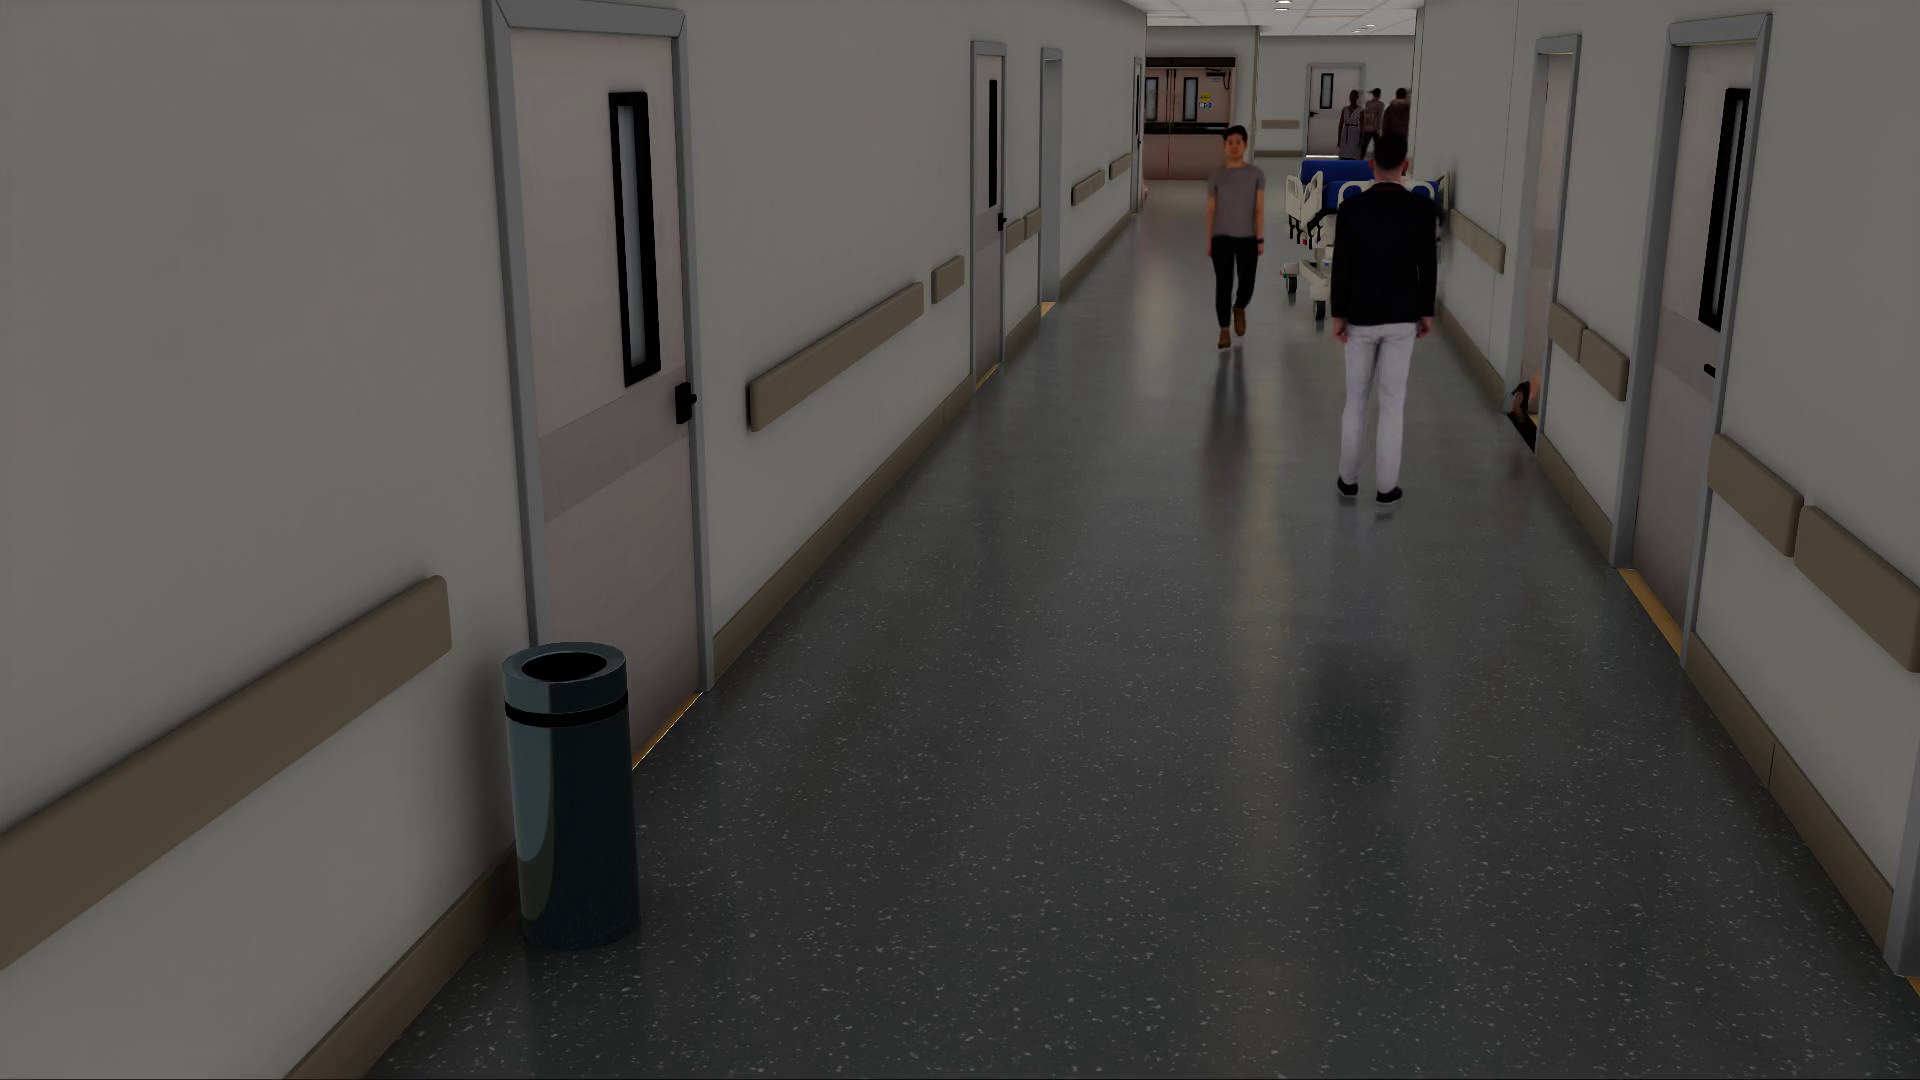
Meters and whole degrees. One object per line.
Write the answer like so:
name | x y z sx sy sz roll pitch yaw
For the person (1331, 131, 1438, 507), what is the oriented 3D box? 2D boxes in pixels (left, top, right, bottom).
person | 2.099 -1.095 8.276 0.648 1.847 0.749 4 16 14

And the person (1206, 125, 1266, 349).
person | 2.171 -2.377 13.089 0.871 1.703 0.666 3 16 10

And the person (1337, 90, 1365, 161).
person | 7.048 -7.191 30.008 0.570 1.789 0.734 8 18 27

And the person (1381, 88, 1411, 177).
person | 7.795 -7.056 29.443 0.660 1.836 0.847 2 16 5

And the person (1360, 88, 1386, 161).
person | 9.282 -9.307 37.609 1.150 1.737 1.101 14 21 40
